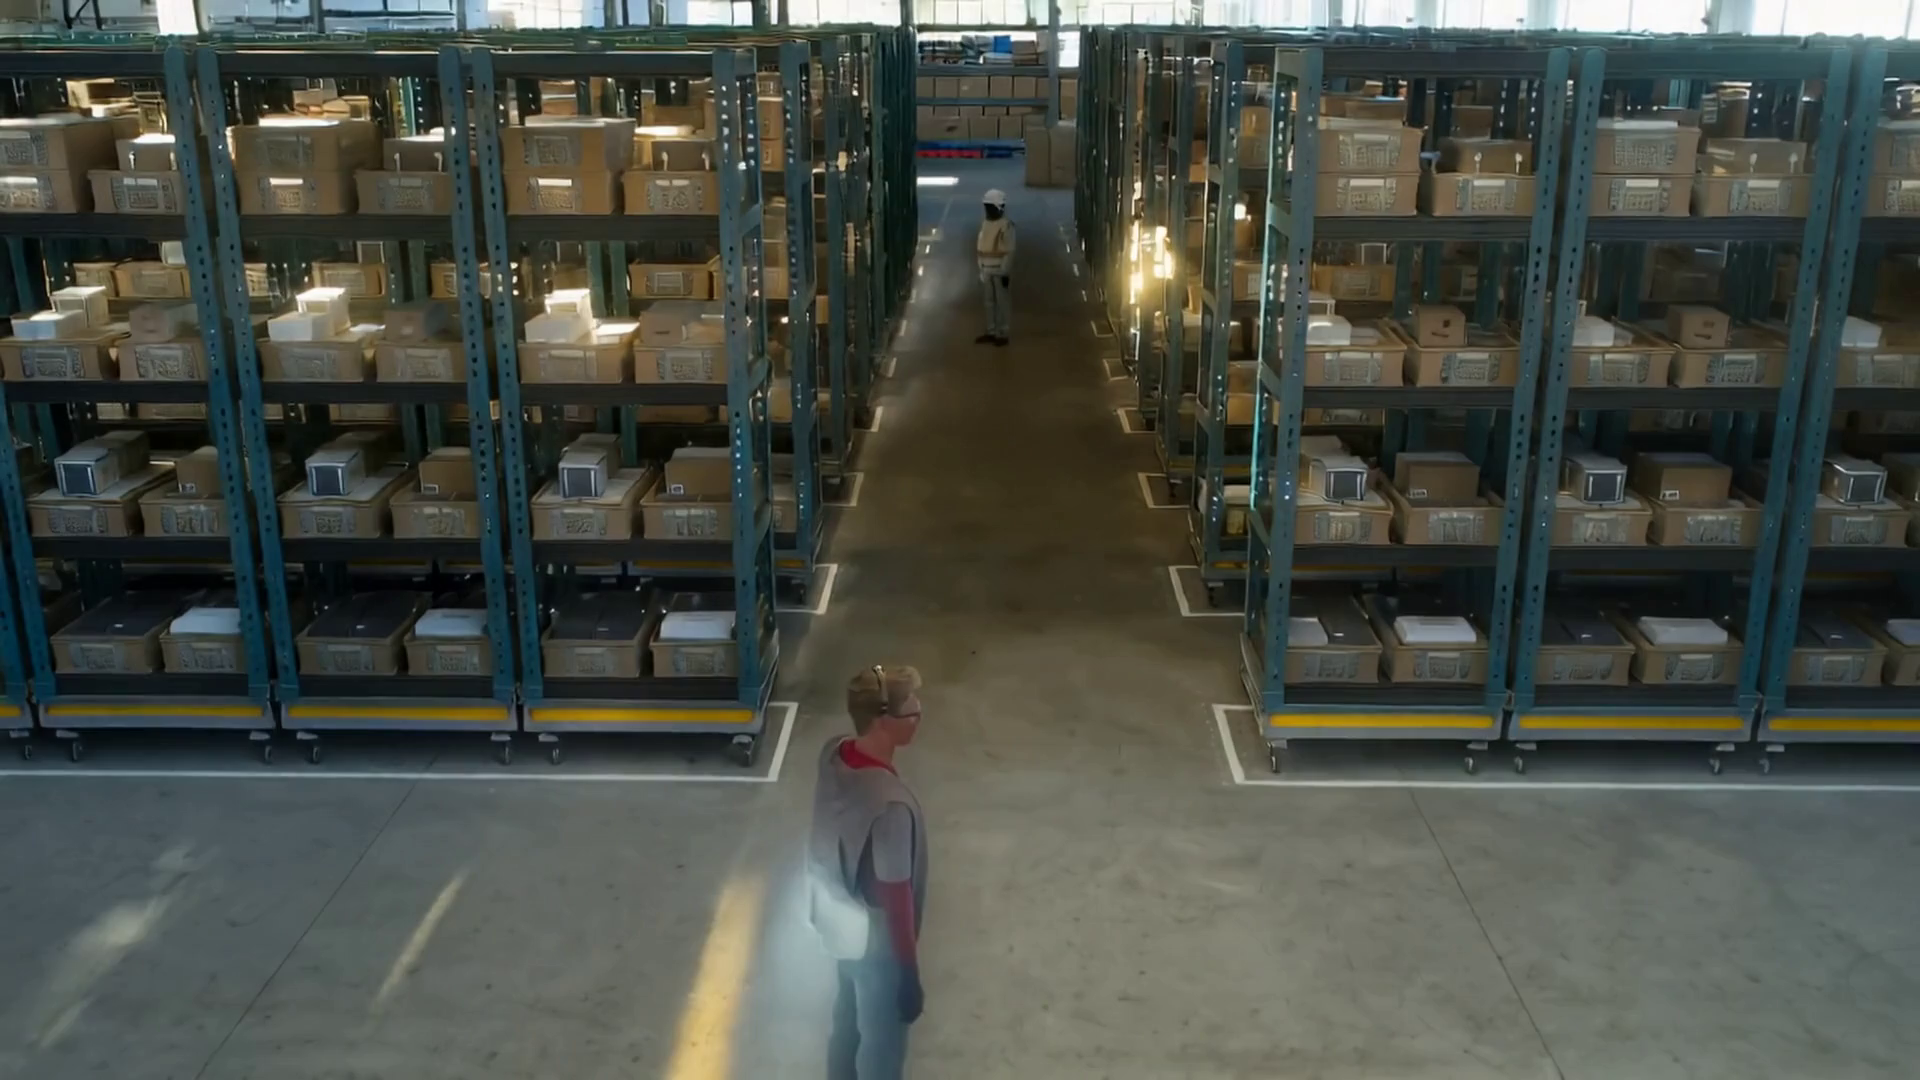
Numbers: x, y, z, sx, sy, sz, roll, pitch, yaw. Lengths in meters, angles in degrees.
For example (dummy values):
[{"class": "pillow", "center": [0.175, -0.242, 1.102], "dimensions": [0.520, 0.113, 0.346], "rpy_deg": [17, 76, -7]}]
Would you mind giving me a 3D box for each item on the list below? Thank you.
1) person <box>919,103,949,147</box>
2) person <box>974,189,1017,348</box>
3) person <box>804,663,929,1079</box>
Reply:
[{"class": "person", "center": [-0.866, -12.788, 49.922], "dimensions": [0.977, 1.962, 0.620], "rpy_deg": [3, 18, 10]}, {"class": "person", "center": [0.405, -3.178, 19.487], "dimensions": [0.404, 1.833, 0.590], "rpy_deg": [-11, 21, -32]}, {"class": "person", "center": [-0.290, 1.268, 5.296], "dimensions": [0.373, 1.843, 0.572], "rpy_deg": [-8, 19, -24]}]
